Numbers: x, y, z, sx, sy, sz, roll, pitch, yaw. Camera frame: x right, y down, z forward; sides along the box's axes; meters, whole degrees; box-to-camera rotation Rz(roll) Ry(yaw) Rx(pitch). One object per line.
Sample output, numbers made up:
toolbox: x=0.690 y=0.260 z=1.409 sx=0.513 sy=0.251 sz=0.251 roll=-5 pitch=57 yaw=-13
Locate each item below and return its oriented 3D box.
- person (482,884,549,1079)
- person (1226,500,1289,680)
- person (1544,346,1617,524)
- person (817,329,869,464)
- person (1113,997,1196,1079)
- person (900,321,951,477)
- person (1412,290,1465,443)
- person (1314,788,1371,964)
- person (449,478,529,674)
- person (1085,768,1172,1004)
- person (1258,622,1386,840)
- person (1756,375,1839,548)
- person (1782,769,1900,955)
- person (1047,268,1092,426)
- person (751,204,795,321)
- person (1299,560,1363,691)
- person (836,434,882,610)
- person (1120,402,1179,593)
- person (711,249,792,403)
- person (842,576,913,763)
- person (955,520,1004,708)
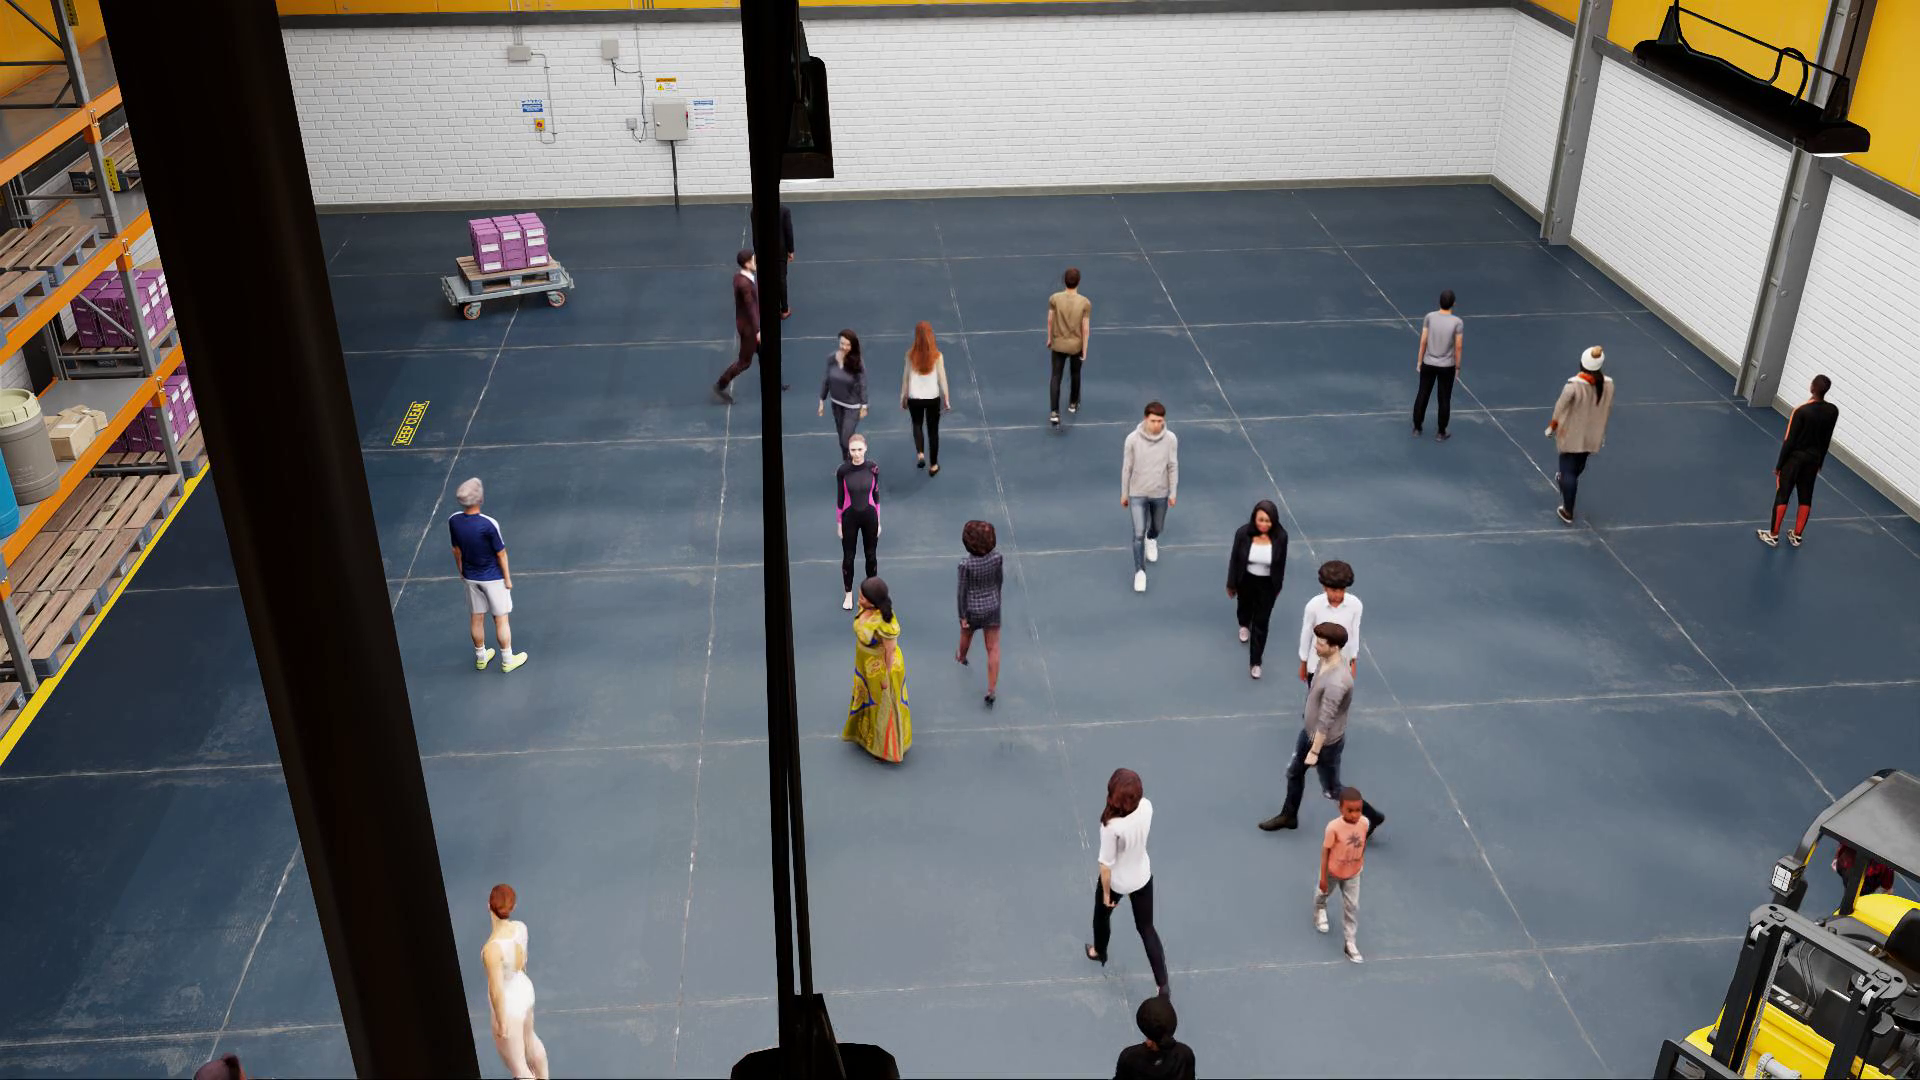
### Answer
person: x=-2.681 y=2.840 z=10.011 sx=0.847 sy=1.619 sz=0.553 roll=0 pitch=29 yaw=-1
person: x=2.602 y=0.343 z=14.632 sx=0.808 sy=1.577 sz=1.167 roll=3 pitch=29 yaw=6
person: x=6.329 y=-1.059 z=16.913 sx=0.688 sy=1.855 sz=1.069 roll=-3 pitch=29 yaw=-6
person: x=-1.169 y=-1.467 z=17.773 sx=0.860 sy=1.747 sz=0.935 roll=18 pitch=33 yaw=30
person: x=1.088 y=3.262 z=9.202 sx=0.615 sy=1.653 sz=0.801 roll=-2 pitch=29 yaw=-5
person: x=-0.402 y=-1.475 z=17.838 sx=0.761 sy=1.699 sz=0.716 roll=6 pitch=29 yaw=11
person: x=5.379 y=-1.977 z=18.701 sx=0.699 sy=1.754 sz=0.716 roll=15 pitch=32 yaw=25
person: x=2.611 y=2.219 z=11.506 sx=0.496 sy=1.278 sz=0.867 roll=-3 pitch=29 yaw=-6
person: x=-4.130 y=0.308 z=14.424 sx=0.704 sy=1.838 sz=0.672 roll=7 pitch=29 yaw=13
person: x=1.153 y=2.292 z=10.868 sx=0.928 sy=1.761 sz=1.195 roll=-16 pitch=32 yaw=-26
person: x=2.782 y=1.467 z=12.263 sx=0.761 sy=1.873 sz=1.086 roll=-2 pitch=29 yaw=-3
person: x=8.337 y=-0.781 z=16.454 sx=0.617 sy=1.807 sz=0.537 roll=-1 pitch=29 yaw=-2
person: x=5.912 y=2.251 z=11.074 sx=0.676 sy=1.636 sz=0.913 roll=-1 pitch=29 yaw=-2
person: x=1.196 y=-2.180 z=19.004 sx=0.944 sy=1.821 sz=1.294 roll=6 pitch=29 yaw=11
person: x=-2.476 y=-3.837 z=21.975 sx=0.691 sy=1.884 sz=0.535 roll=-3 pitch=29 yaw=-5
person: x=2.938 y=0.922 z=13.345 sx=0.642 sy=1.794 sz=0.750 roll=-1 pitch=29 yaw=-2
person: x=-0.930 y=-0.184 z=15.417 sx=0.581 sy=1.751 sz=0.577 roll=-5 pitch=29 yaw=-9
person: x=1.810 y=-0.491 z=15.895 sx=0.733 sy=1.832 sz=1.103 roll=0 pitch=29 yaw=0
person: x=-2.553 y=-2.490 z=19.548 sx=0.812 sy=1.844 sz=1.152 roll=-5 pitch=29 yaw=-9
person: x=-0.652 y=1.006 z=13.333 sx=1.038 sy=1.658 sz=0.901 roll=-15 pitch=32 yaw=-26
person: x=0.218 y=0.650 z=13.988 sx=0.769 sy=1.656 sz=1.107 roll=-9 pitch=30 yaw=-16
